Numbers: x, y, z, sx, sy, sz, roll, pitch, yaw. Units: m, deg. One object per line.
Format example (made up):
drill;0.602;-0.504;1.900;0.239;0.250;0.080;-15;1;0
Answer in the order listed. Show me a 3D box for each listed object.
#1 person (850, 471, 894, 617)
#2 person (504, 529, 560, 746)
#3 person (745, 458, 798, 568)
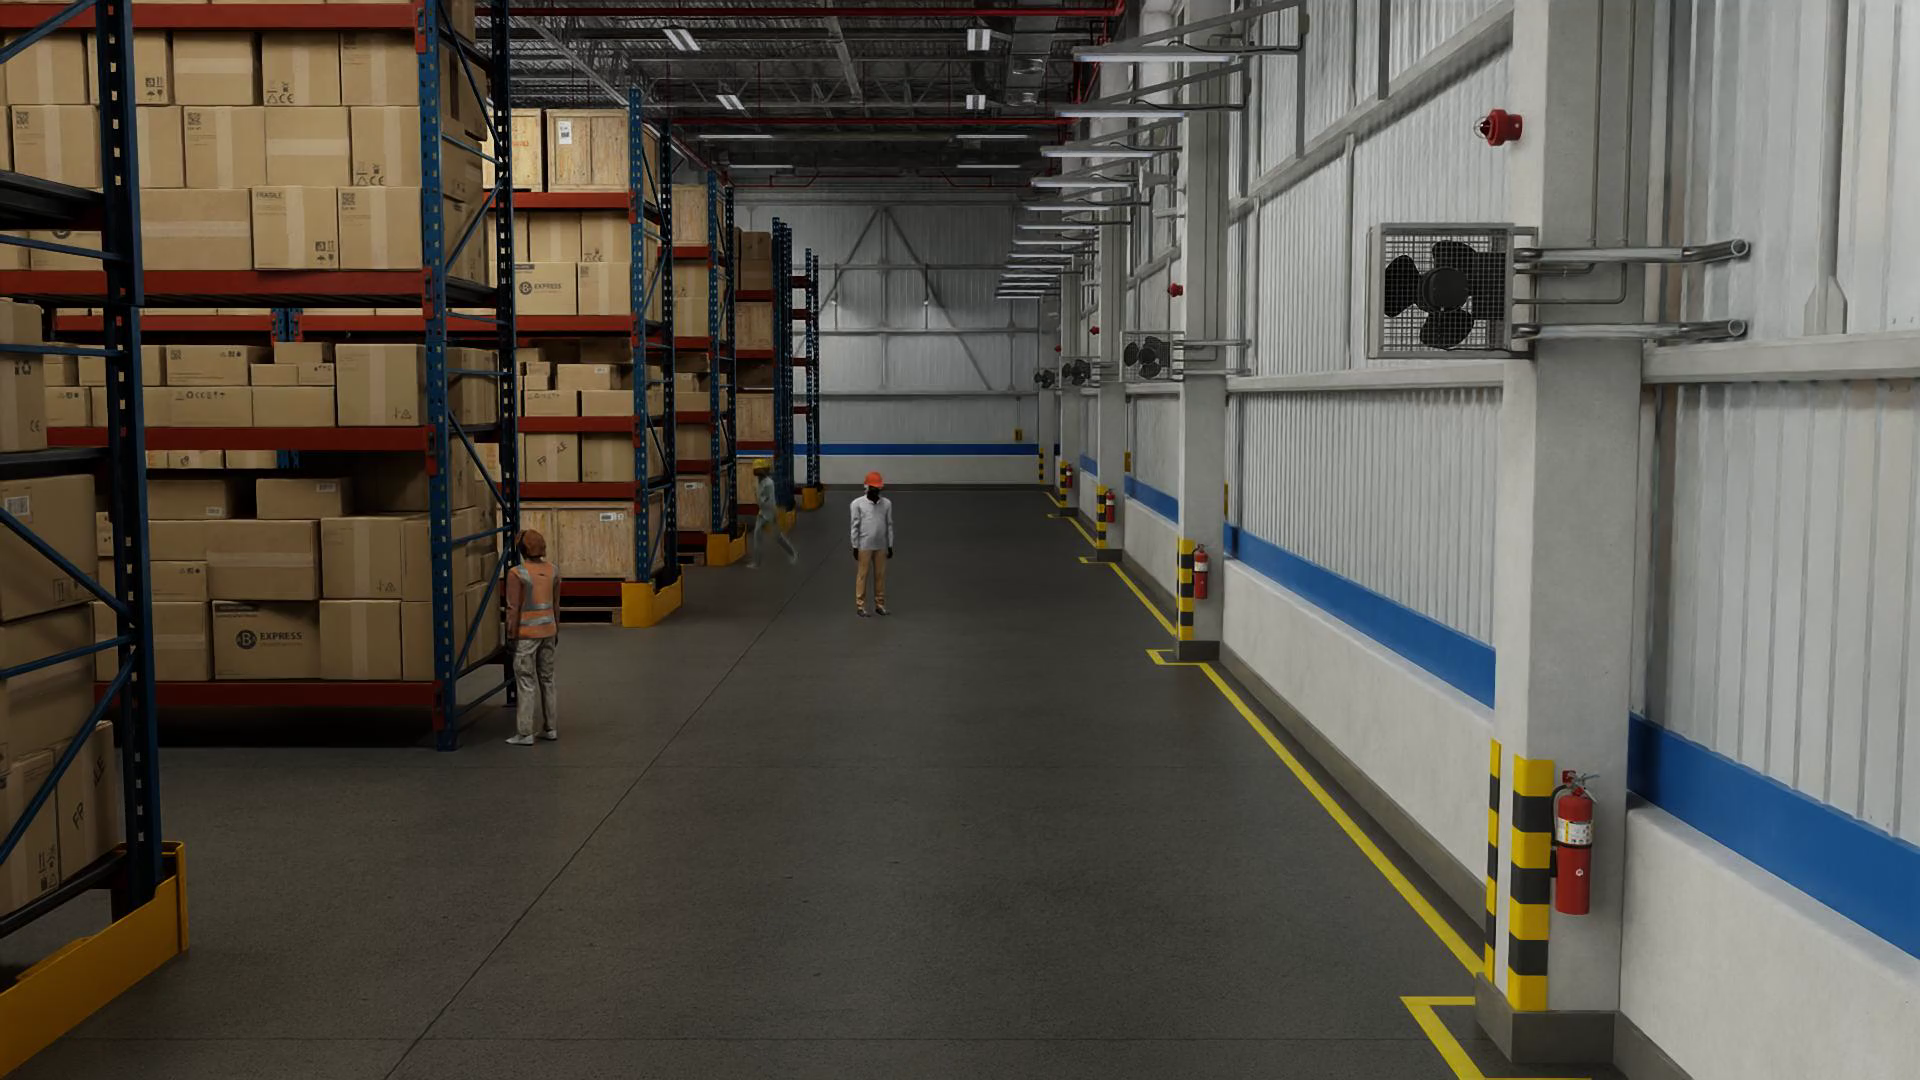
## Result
person;-1.037;0.050;19.853;0.565;1.745;0.349;-3;6;-30
person;-3.223;0.732;12.582;0.317;1.631;0.523;3;6;31
person;-2.892;-0.424;25.631;0.787;1.706;0.502;-4;6;-36
